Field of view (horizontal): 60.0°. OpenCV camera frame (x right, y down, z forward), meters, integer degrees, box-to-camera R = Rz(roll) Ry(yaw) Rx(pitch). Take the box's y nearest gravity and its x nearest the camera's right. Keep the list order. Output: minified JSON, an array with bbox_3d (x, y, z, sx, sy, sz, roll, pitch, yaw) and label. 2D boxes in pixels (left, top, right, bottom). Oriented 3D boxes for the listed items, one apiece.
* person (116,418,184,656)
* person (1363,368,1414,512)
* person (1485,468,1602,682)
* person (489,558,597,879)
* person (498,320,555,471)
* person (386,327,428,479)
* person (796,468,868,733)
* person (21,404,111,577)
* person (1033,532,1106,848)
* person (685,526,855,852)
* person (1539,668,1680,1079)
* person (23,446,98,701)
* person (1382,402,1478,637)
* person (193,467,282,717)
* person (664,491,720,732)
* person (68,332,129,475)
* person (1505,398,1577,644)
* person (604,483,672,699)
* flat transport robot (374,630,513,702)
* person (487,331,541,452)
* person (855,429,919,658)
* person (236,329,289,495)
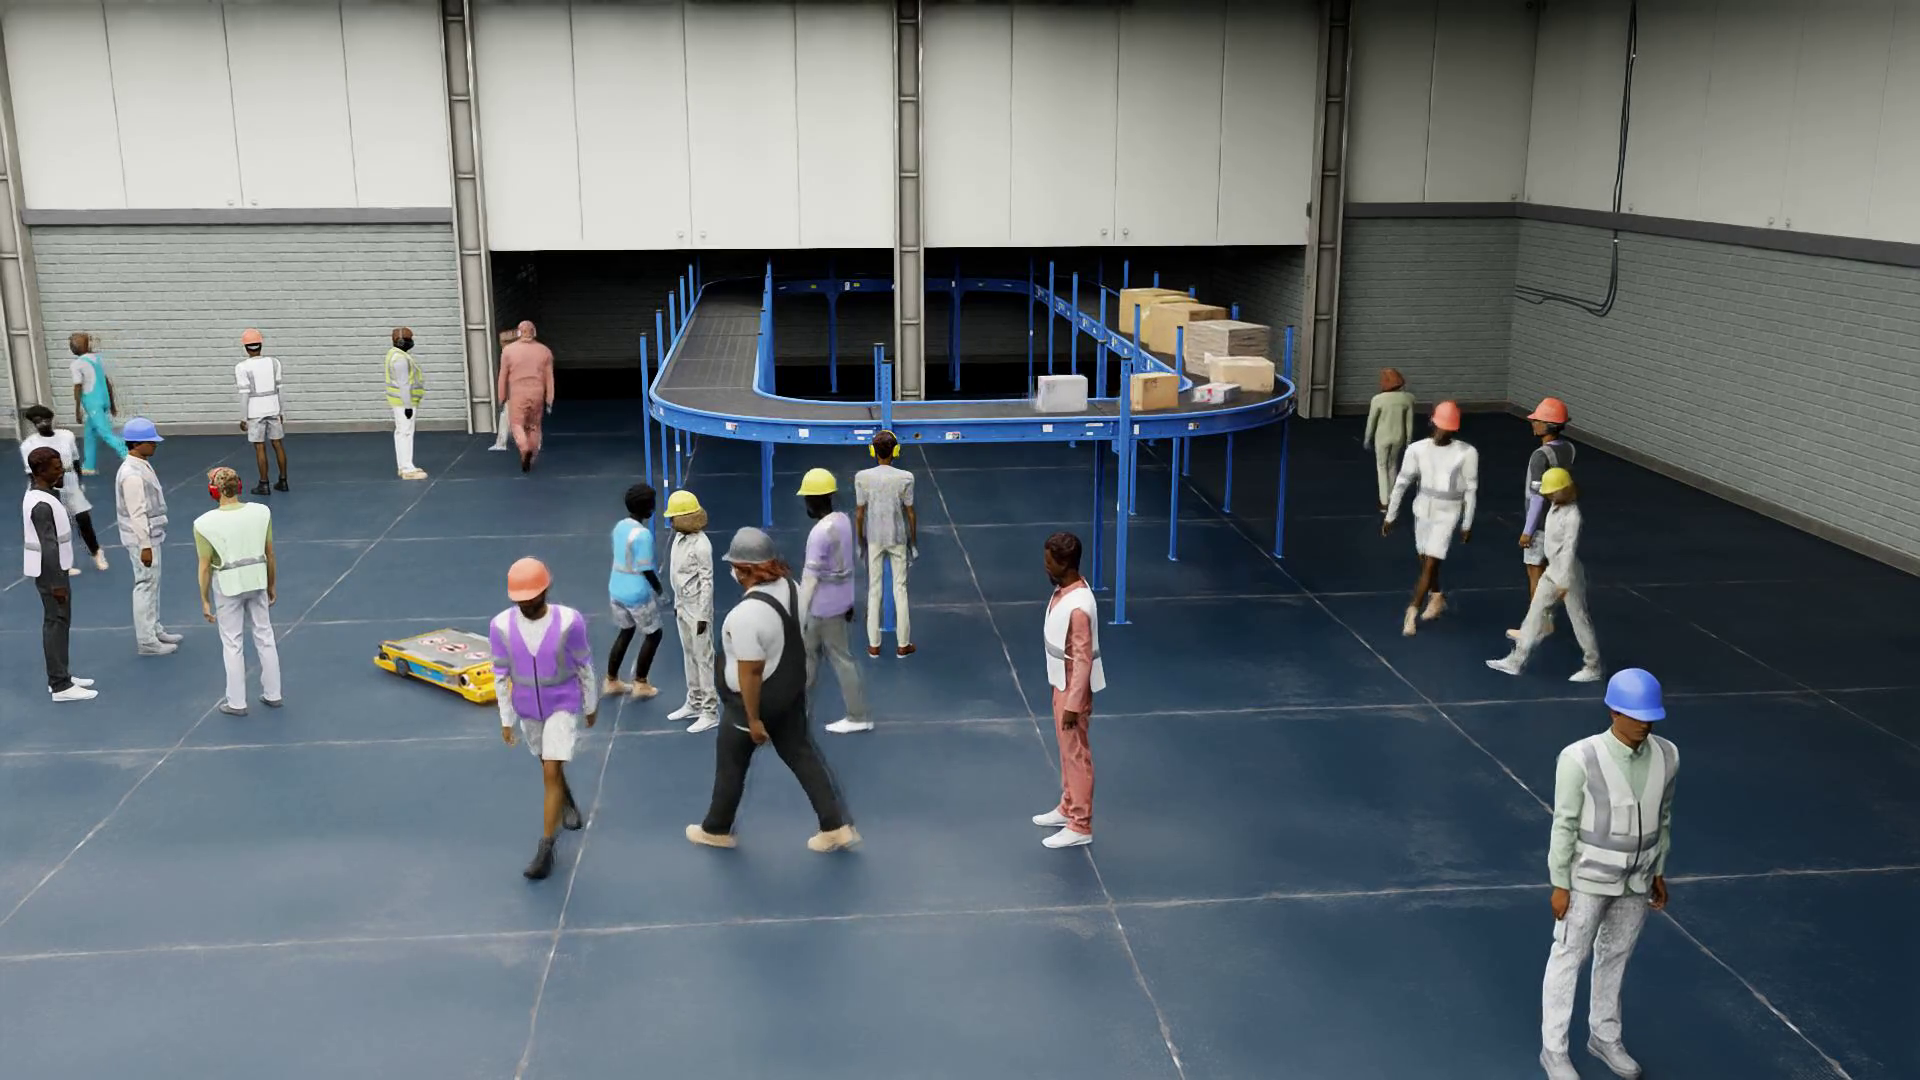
[{"bbox_3d":[-6.587,-0.026,13.480,0.411,1.939,0.601,-6,15,-21],"label":"person"},{"bbox_3d":[4.736,-1.130,18.523,0.522,1.608,0.574,-3,14,-11],"label":"person"},{"bbox_3d":[4.565,0.272,12.802,0.933,1.670,0.524,-1,14,-3],"label":"person"},{"bbox_3d":[-2.412,0.951,9.754,0.547,1.869,1.023,0,14,1],"label":"person"},{"bbox_3d":[-5.315,-1.748,20.489,0.699,1.872,0.681,-6,15,-23],"label":"person"},{"bbox_3d":[-6.735,-1.665,20.222,0.430,1.843,0.625,-6,15,-24],"label":"person"},{"bbox_3d":[-1.040,0.439,11.697,0.874,1.892,0.610,2,14,9],"label":"person"},{"bbox_3d":[-8.515,-0.478,15.826,0.428,1.665,0.641,8,16,28],"label":"person"},{"bbox_3d":[0.662,0.881,9.888,0.391,1.914,0.587,-1,14,-4],"label":"person"},{"bbox_3d":[-1.111,0.858,9.722,1.019,2.000,0.685,7,16,27],"label":"person"},{"bbox_3d":[2.892,1.488,7.388,0.605,1.948,0.405,-4,15,-16],"label":"person"},{"bbox_3d":[-6.773,0.248,12.412,0.375,1.917,0.598,-8,16,-29],"label":"person"},{"bbox_3d":[4.020,-0.213,14.104,0.745,1.989,0.856,13,19,42],"label":"person"},{"bbox_3d":[-5.220,0.379,12.062,0.389,1.837,0.562,12,19,41],"label":"person"},{"bbox_3d":[-1.914,0.497,11.786,0.311,1.736,0.483,-9,17,-32],"label":"person"},{"bbox_3d":[-10.440,-1.632,20.209,0.966,1.800,0.523,2,14,6],"label":"person"},{"bbox_3d":[4.824,-0.162,13.788,0.357,2.047,0.614,13,19,42],"label":"person"},{"bbox_3d":[-2.406,0.402,12.311,0.394,1.661,0.564,-10,17,-34],"label":"person"},{"bbox_3d":[-3.891,0.945,12.964,1.431,0.197,0.652,11,18,38],"label":"flat transport robot"},{"bbox_3d":[-5.872,-1.911,21.684,0.767,1.607,0.535,-8,16,-29],"label":"person"},{"bbox_3d":[-0.583,0.032,13.380,0.509,1.868,0.328,1,14,4],"label":"person"},{"bbox_3d":[-8.117,-1.483,19.308,0.376,1.932,0.543,11,18,37],"label":"person"}]
